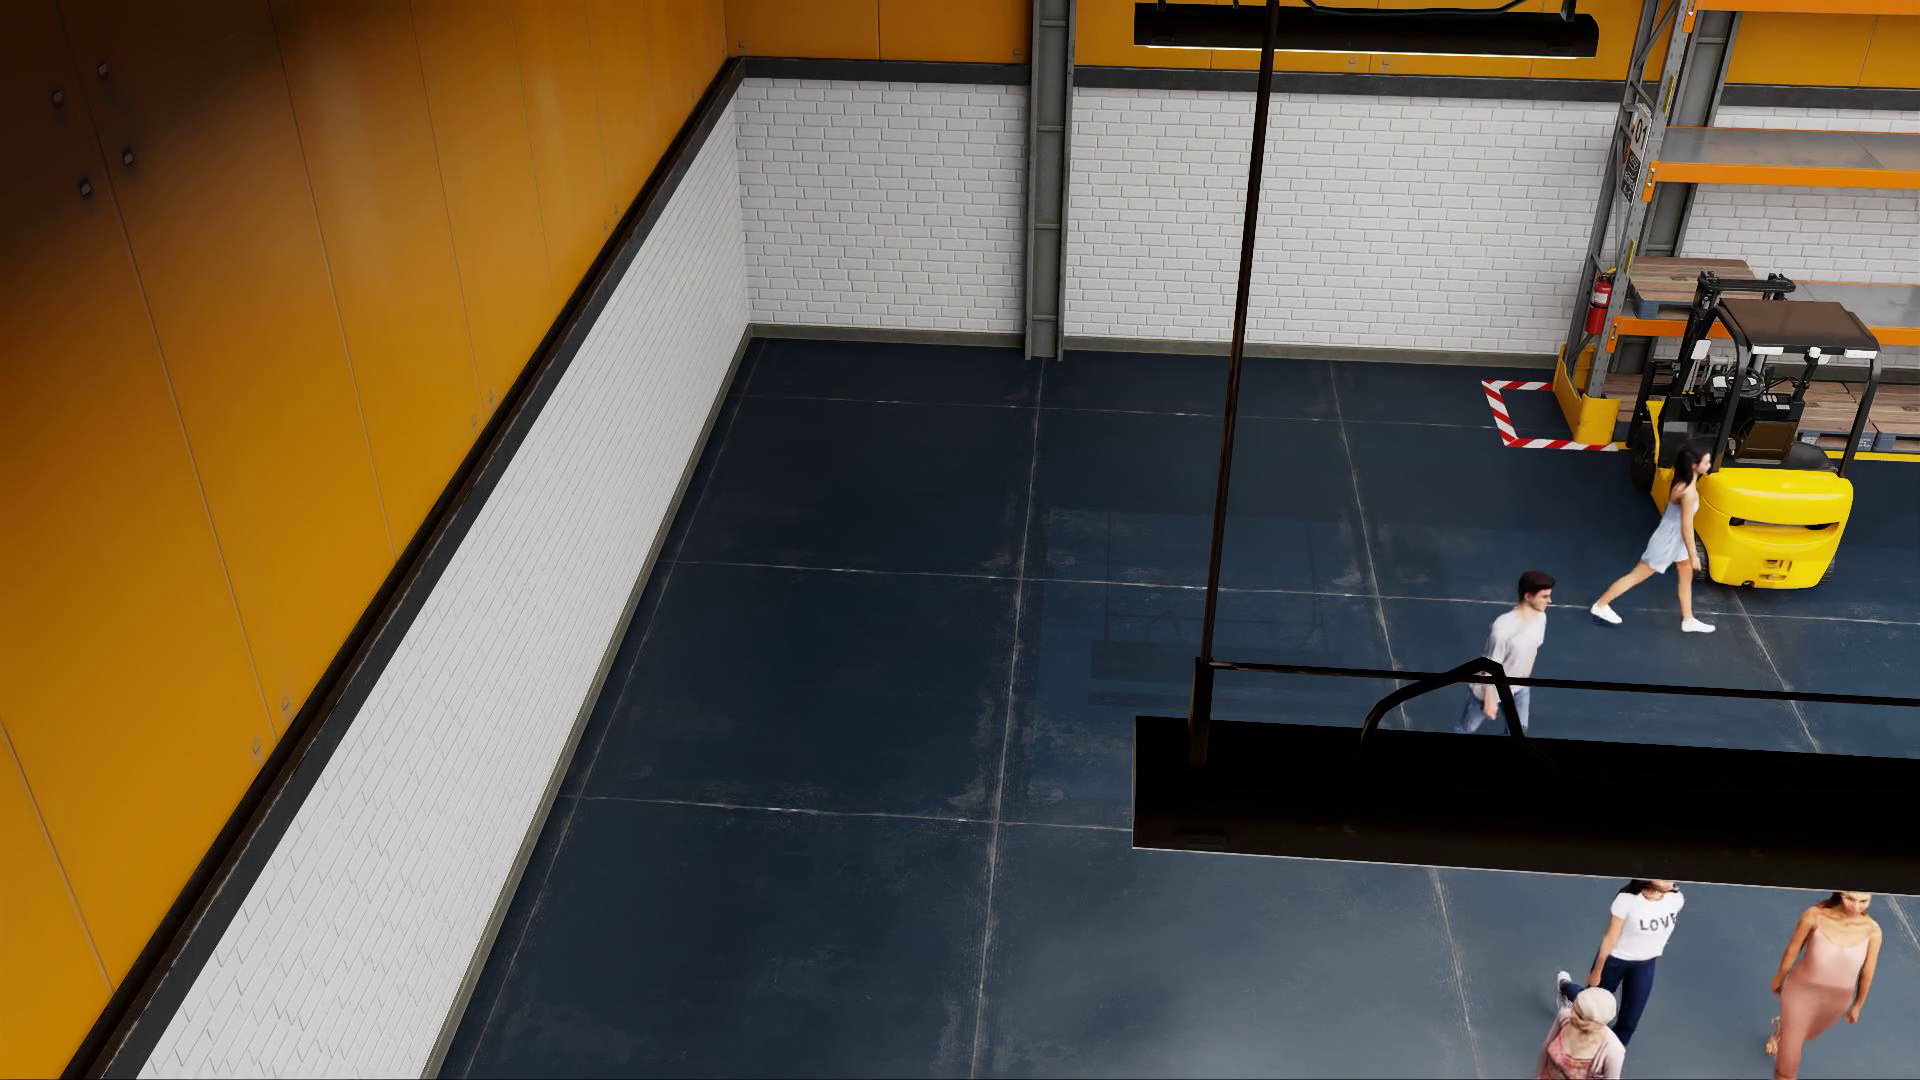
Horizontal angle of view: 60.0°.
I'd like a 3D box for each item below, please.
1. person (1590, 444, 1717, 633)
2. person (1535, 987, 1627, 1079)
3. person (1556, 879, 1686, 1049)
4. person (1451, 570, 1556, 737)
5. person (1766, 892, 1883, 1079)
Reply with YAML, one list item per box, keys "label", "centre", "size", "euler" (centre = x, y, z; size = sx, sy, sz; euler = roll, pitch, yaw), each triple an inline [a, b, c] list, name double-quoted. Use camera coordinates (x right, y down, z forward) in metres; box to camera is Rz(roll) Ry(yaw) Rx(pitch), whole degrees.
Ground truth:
- label: "person"
  centre: [5.499, 0.016, 13.129]
  size: [1.242, 1.680, 0.817]
  euler: [12, 35, 17]
- label: "person"
  centre: [3.209, 2.925, 8.739]
  size: [0.742, 1.695, 0.696]
  euler: [-19, 38, -26]
- label: "person"
  centre: [3.749, 2.374, 9.518]
  size: [1.047, 1.750, 0.852]
  euler: [-7, 34, -10]
- label: "person"
  centre: [3.699, 0.962, 11.540]
  size: [0.944, 1.864, 0.983]
  euler: [-15, 36, -21]
- label: "person"
  centre: [4.794, 2.486, 9.309]
  size: [1.078, 1.795, 0.832]
  euler: [11, 35, 16]
